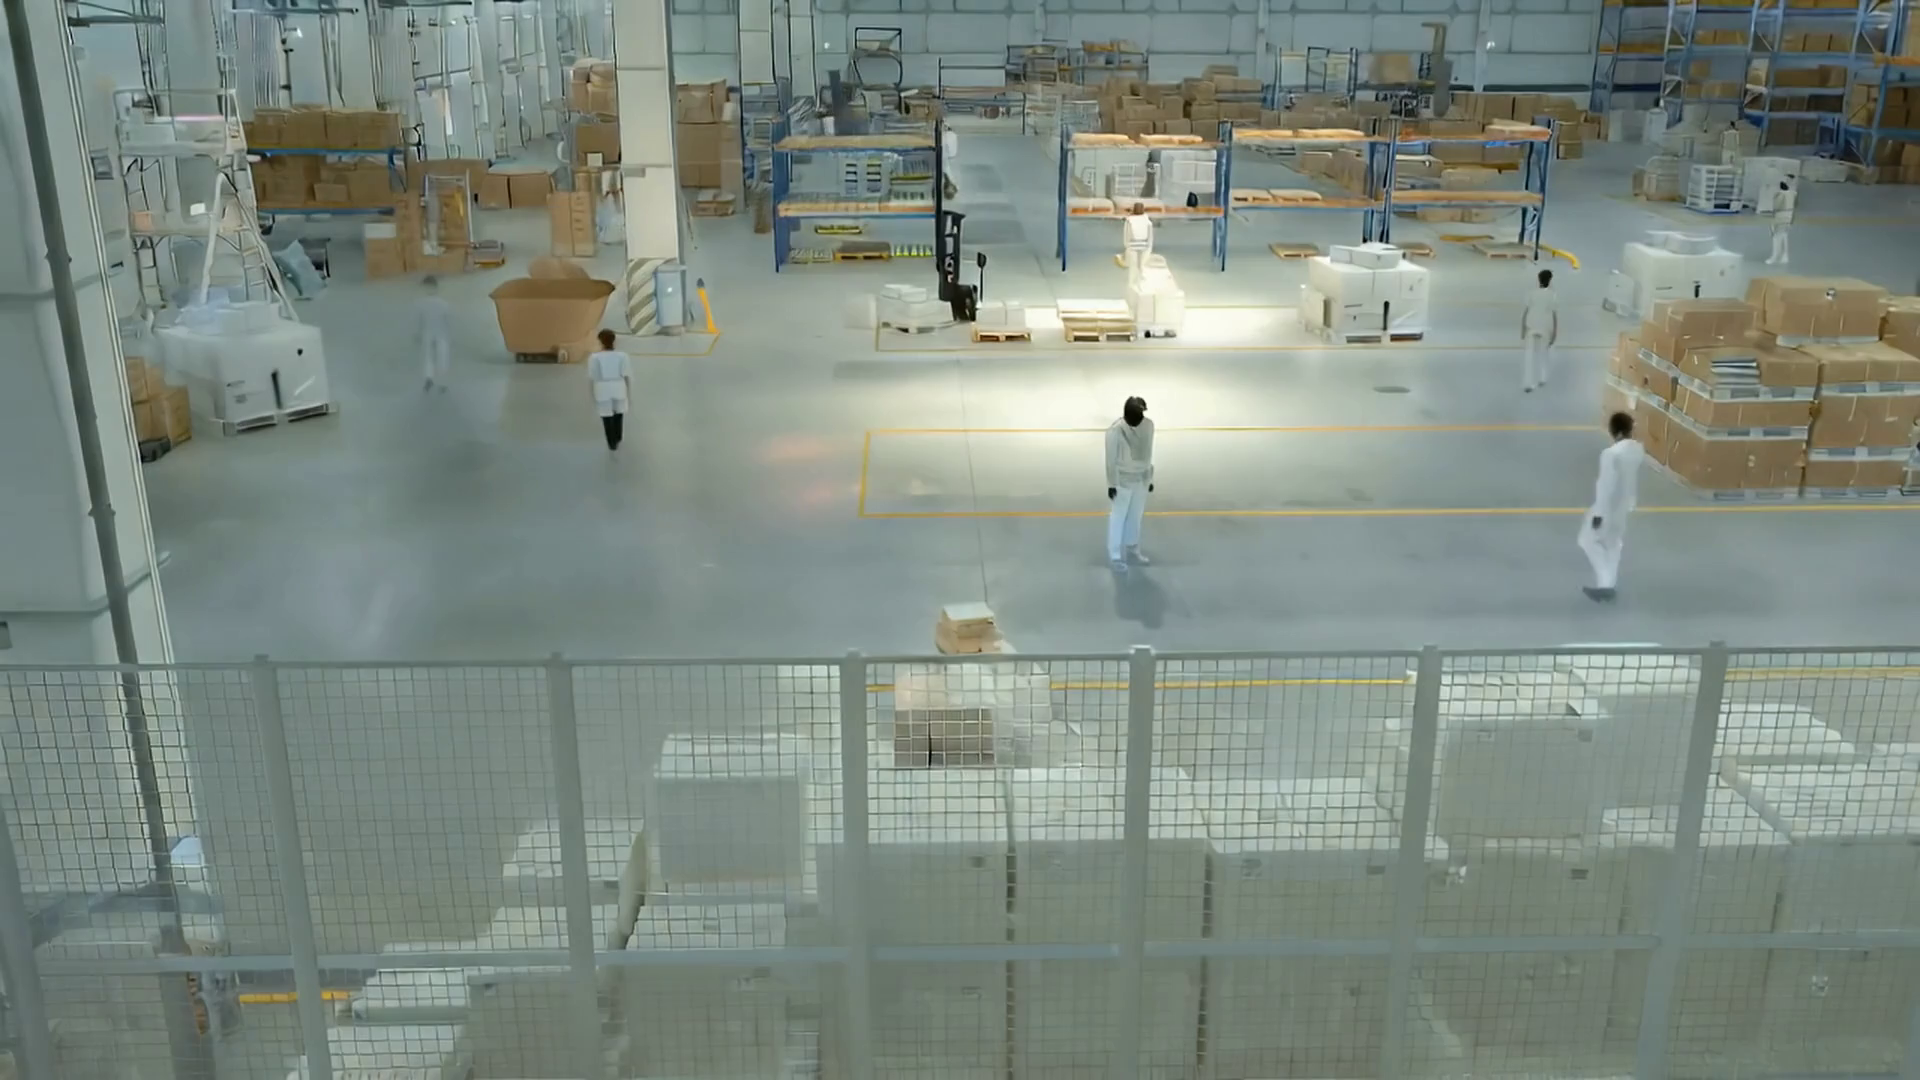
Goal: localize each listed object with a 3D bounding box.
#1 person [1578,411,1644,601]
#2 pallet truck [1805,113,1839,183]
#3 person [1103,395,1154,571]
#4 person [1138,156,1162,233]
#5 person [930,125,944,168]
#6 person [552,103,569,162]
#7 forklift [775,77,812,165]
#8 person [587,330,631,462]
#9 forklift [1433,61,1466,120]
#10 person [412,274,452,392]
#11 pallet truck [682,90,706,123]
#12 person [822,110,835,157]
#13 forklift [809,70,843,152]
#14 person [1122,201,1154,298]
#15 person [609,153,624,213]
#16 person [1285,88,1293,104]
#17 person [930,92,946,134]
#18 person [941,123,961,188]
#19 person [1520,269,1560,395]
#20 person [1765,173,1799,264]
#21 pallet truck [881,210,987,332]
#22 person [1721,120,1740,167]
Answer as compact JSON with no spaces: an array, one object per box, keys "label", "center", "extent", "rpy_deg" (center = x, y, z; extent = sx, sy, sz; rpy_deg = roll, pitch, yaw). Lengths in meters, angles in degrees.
[{"label":"person","center":[6.373,-0.319,16.283],"extent":[0.660,1.928,0.430],"rpy_deg":[-14,23,-36]},{"label":"pallet truck","center":[26.403,-11.957,50.702],"extent":[0.823,1.965,1.885],"rpy_deg":[6,19,16]},{"label":"person","center":[1.778,-0.604,17.274],"extent":[0.621,1.838,0.429],"rpy_deg":[-13,23,-34]},{"label":"person","center":[4.663,-8.379,40.376],"extent":[0.543,1.806,0.906],"rpy_deg":[-17,25,-40]},{"label":"person","center":[-0.676,-11.848,50.817],"extent":[0.505,1.711,0.794],"rpy_deg":[-5,19,-15]},{"label":"person","center":[-13.504,-13.780,56.217],"extent":[0.381,1.929,0.543],"rpy_deg":[-17,25,-41]},{"label":"forklift","center":[-5.919,-13.893,55.087],"extent":[1.873,2.768,1.129],"rpy_deg":[-1,19,-1]},{"label":"person","center":[-4.502,-1.881,21.325],"extent":[0.541,1.650,0.778],"rpy_deg":[-8,20,-22]},{"label":"forklift","center":[19.158,-17.572,66.001],"extent":[1.873,2.768,1.129],"rpy_deg":[-1,19,-2]},{"label":"person","center":[-7.808,-3.049,24.652],"extent":[0.547,1.751,0.415],"rpy_deg":[-2,19,-7]},{"label":"pallet truck","center":[-9.671,-15.907,62.421],"extent":[0.823,1.965,1.885],"rpy_deg":[5,19,15]},{"label":"person","center":[-4.525,-14.193,57.953],"extent":[0.851,1.597,0.514],"rpy_deg":[-15,24,-37]},{"label":"forklift","center":[-4.390,-15.230,59.051],"extent":[1.873,2.768,1.129],"rpy_deg":[1,19,3]},{"label":"person","center":[3.418,-5.596,32.076],"extent":[0.631,1.839,0.428],"rpy_deg":[-5,19,-13]},{"label":"person","center":[-8.346,-8.469,40.527],"extent":[0.355,1.887,0.573],"rpy_deg":[5,19,15]},{"label":"person","center":[12.983,-16.893,65.585],"extent":[0.998,1.859,0.632],"rpy_deg":[-1,19,-2]},{"label":"person","center":[-0.814,-15.752,62.146],"extent":[0.628,1.882,1.040],"rpy_deg":[5,19,15]},{"label":"person","center":[-0.372,-11.275,48.827],"extent":[0.652,1.900,0.881],"rpy_deg":[-16,25,-40]},{"label":"person","center":[8.618,-3.115,24.743],"extent":[0.540,1.815,1.003],"rpy_deg":[9,21,25]},{"label":"person","center":[17.756,-6.936,35.925],"extent":[0.539,1.929,0.394],"rpy_deg":[-4,19,-11]},{"label":"pallet truck","center":[-0.493,-4.759,29.349],"extent":[1.885,1.965,0.823],"rpy_deg":[-13,23,-34]},{"label":"person","center":[24.148,-12.298,52.178],"extent":[0.532,1.698,0.319],"rpy_deg":[7,20,21]}]
